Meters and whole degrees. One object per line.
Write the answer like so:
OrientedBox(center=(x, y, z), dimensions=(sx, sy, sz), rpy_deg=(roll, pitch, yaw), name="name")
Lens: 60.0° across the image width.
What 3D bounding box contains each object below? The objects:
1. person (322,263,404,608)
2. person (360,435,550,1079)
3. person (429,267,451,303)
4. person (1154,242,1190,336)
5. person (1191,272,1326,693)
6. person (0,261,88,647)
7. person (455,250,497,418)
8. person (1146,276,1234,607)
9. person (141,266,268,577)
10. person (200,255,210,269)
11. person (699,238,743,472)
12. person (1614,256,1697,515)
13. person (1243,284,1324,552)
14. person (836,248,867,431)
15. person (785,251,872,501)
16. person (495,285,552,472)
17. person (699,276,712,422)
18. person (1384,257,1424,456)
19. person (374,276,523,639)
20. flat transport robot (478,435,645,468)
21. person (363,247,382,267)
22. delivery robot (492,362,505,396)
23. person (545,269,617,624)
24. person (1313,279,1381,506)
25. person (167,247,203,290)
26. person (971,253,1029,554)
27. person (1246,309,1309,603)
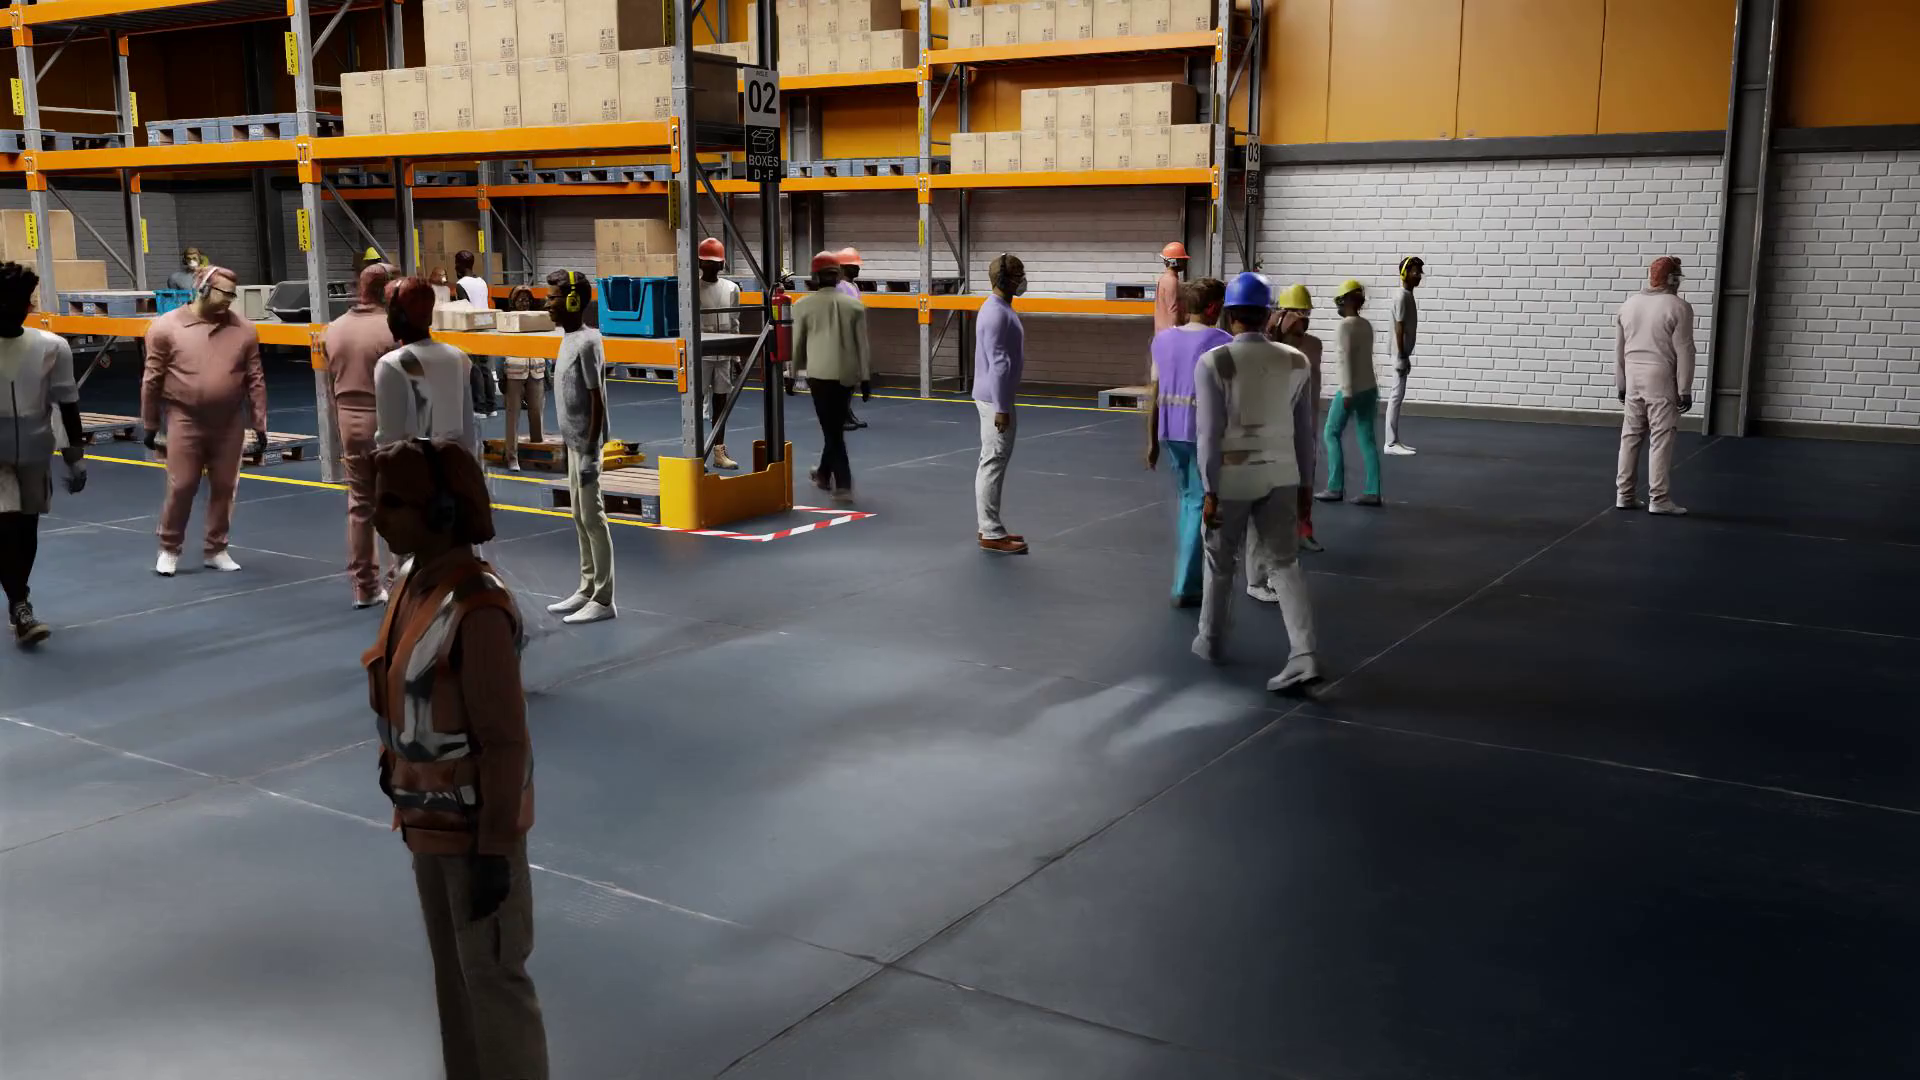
OrientedBox(center=(-3.146, -0.548, 9.102), dimensions=(0.652, 1.896, 0.395), rpy_deg=(5, 11, 24), name="person")
OrientedBox(center=(-1.035, 0.598, 3.438), dimensions=(0.310, 1.636, 0.522), rpy_deg=(-7, 13, -35), name="person")
OrientedBox(center=(-7.810, -3.287, 25.002), dimensions=(0.282, 1.625, 0.492), rpy_deg=(5, 11, 24), name="person")
OrientedBox(center=(2.319, -2.255, 18.251), dimensions=(0.376, 1.995, 0.609), rpy_deg=(-1, 10, -3), name="person")
OrientedBox(center=(1.379, -0.273, 7.598), dimensions=(0.620, 1.892, 1.046), rpy_deg=(-3, 11, -15), name="person")
OrientedBox(center=(-4.745, -0.433, 8.372), dimensions=(0.620, 1.905, 0.977), rpy_deg=(-10, 14, -43), name="person")
OrientedBox(center=(-5.545, -2.342, 18.993), dimensions=(0.412, 1.909, 0.593), rpy_deg=(2, 10, 10), name="person")
OrientedBox(center=(1.398, -0.549, 9.279), dimensions=(0.592, 1.819, 0.692), rpy_deg=(10, 14, 44), name="person")
OrientedBox(center=(-4.542, -0.714, 10.060), dimensions=(0.673, 1.870, 0.468), rpy_deg=(-9, 13, -40), name="person")
OrientedBox(center=(-11.357, -3.362, 24.921), dimensions=(0.773, 1.809, 0.600), rpy_deg=(9, 13, 40), name="person")
OrientedBox(center=(-2.172, -1.615, 14.586), dimensions=(0.607, 2.039, 0.395), rpy_deg=(-7, 13, -36), name="person")
OrientedBox(center=(5.170, -1.142, 12.335), dimensions=(0.402, 1.904, 0.652), rpy_deg=(-5, 12, -28), name="person")
OrientedBox(center=(2.140, -0.825, 11.037), dimensions=(0.526, 1.741, 0.774), rpy_deg=(-4, 11, -23), name="person")
OrientedBox(center=(-1.188, -2.146, 17.804), dimensions=(0.362, 1.939, 0.542), rpy_deg=(4, 11, 20), name="person")
OrientedBox(center=(-1.039, -1.302, 13.160), dimensions=(0.611, 1.933, 1.037), rpy_deg=(-6, 12, -30), name="person")
OrientedBox(center=(-3.840, -1.421, 14.634), dimensions=(0.511, 1.635, 0.311), rpy_deg=(-8, 13, -38), name="person")
OrientedBox(center=(-2.848, -2.125, 18.563), dimensions=(0.503, 1.622, 0.299), rpy_deg=(4, 11, 22), name="person")
OrientedBox(center=(4.209, -1.738, 15.753), dimensions=(0.335, 1.865, 0.519), rpy_deg=(4, 11, 19), name="person")
OrientedBox(center=(-2.317, -0.218, 7.328), dimensions=(0.543, 1.872, 0.580), rpy_deg=(3, 11, 17), name="person")
OrientedBox(center=(-3.608, -0.807, 15.008), dimensions=(1.431, 0.197, 0.652), rpy_deg=(6, 12, 31), name="flat transport robot")
OrientedBox(center=(-8.470, -3.302, 24.279), dimensions=(0.398, 1.919, 0.592), rpy_deg=(1, 10, 8), name="person")
OrientedBox(center=(-5.436, -1.892, 19.971), dimensions=(0.707, 0.478, 0.477), rpy_deg=(-3, 11, -15), name="delivery robot")
OrientedBox(center=(-2.022, -0.488, 8.818), dimensions=(0.335, 1.868, 0.520), rpy_deg=(-5, 11, -24), name="person")
OrientedBox(center=(3.028, -1.129, 12.762), dimensions=(0.548, 1.709, 0.641), rpy_deg=(-10, 14, -43), name="person")
OrientedBox(center=(-9.496, -2.671, 20.716), dimensions=(0.631, 1.940, 0.372), rpy_deg=(-5, 11, -26), name="person")
OrientedBox(center=(0.262, -0.887, 10.828), dimensions=(0.376, 1.940, 0.629), rpy_deg=(0, 10, 1), name="person")
OrientedBox(center=(1.801, -0.477, 9.392), dimensions=(0.307, 1.638, 0.511), rpy_deg=(9, 14, 42), name="person")
